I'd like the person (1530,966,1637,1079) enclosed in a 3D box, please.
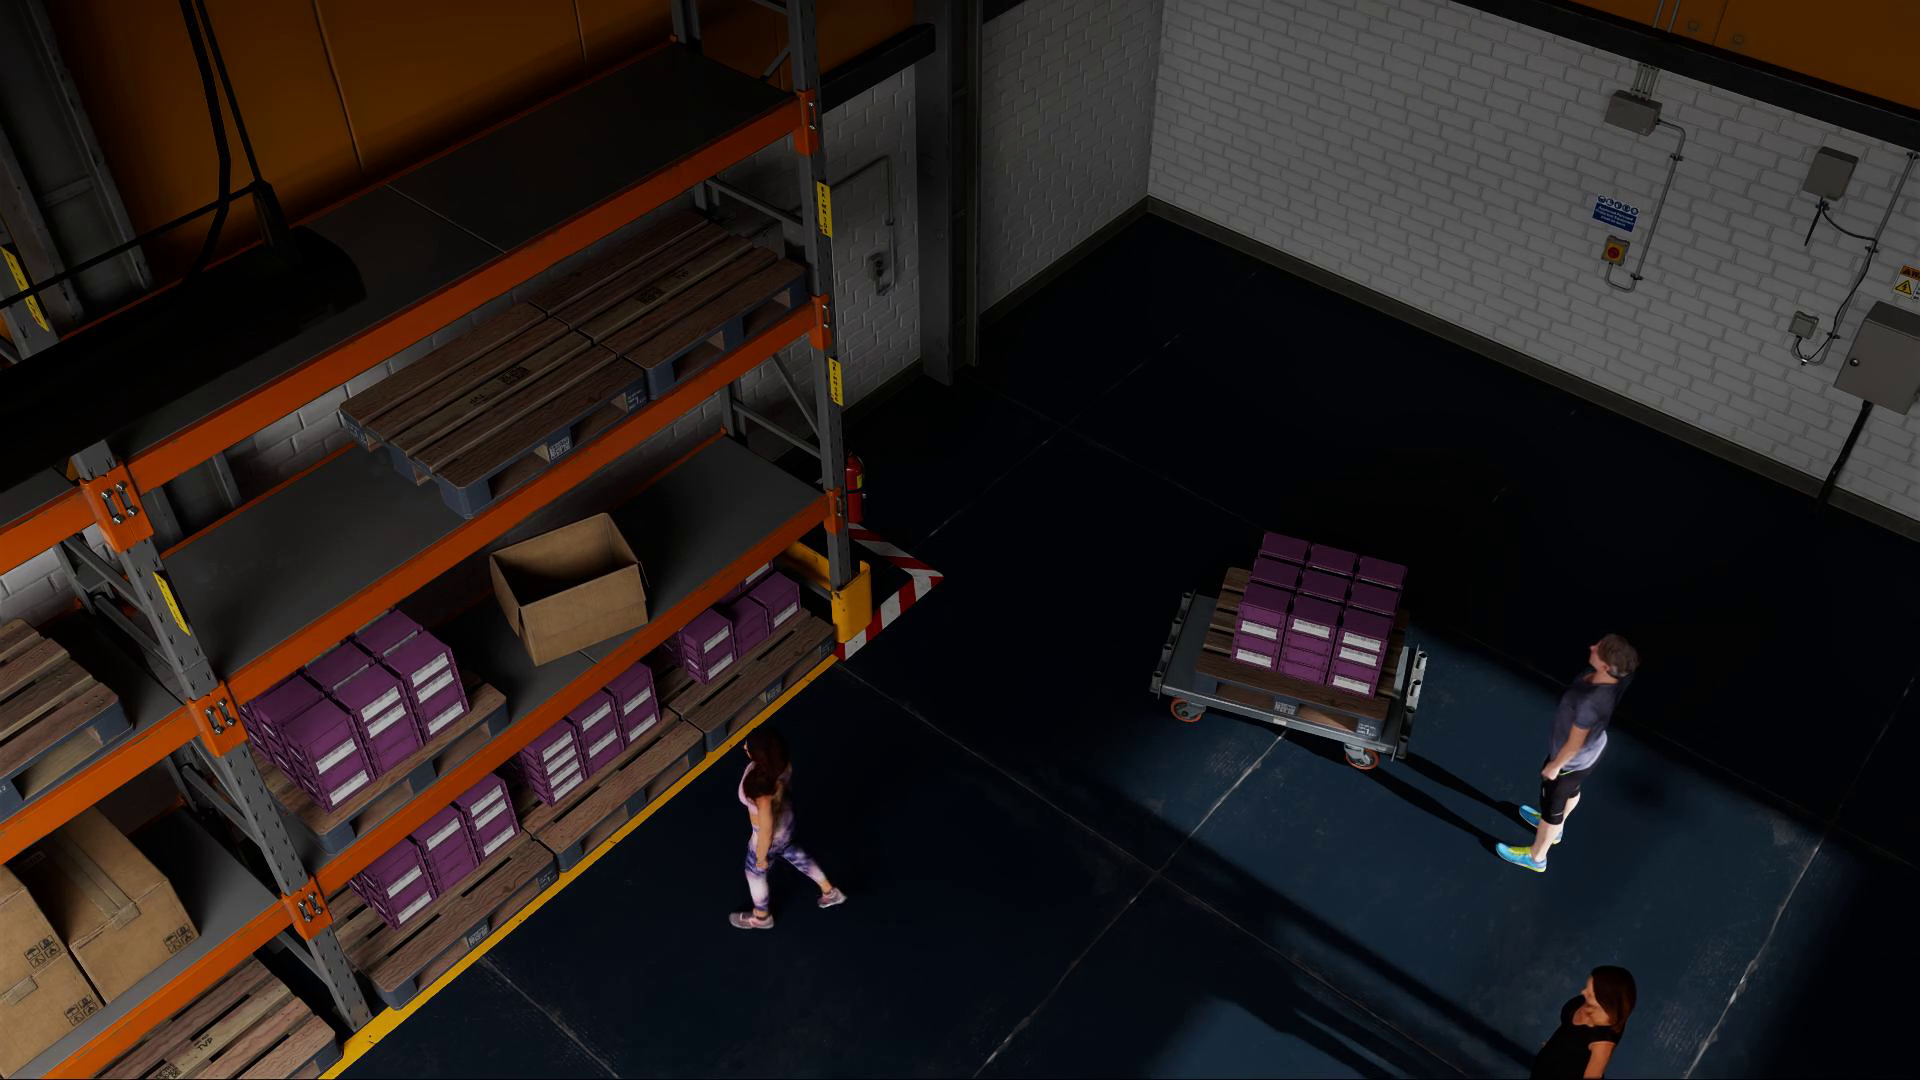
[{"bbox_3d":[2.967,2.616,8.114,0.726,1.835,0.631,5,44,5],"label":"person"}]

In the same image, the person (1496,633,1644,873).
[{"bbox_3d":[3.535,1.204,9.557,0.702,1.889,0.508,29,51,27],"label":"person"}]

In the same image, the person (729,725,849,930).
[{"bbox_3d":[-0.978,1.600,9.239,0.914,1.755,0.961,9,44,9],"label":"person"}]
